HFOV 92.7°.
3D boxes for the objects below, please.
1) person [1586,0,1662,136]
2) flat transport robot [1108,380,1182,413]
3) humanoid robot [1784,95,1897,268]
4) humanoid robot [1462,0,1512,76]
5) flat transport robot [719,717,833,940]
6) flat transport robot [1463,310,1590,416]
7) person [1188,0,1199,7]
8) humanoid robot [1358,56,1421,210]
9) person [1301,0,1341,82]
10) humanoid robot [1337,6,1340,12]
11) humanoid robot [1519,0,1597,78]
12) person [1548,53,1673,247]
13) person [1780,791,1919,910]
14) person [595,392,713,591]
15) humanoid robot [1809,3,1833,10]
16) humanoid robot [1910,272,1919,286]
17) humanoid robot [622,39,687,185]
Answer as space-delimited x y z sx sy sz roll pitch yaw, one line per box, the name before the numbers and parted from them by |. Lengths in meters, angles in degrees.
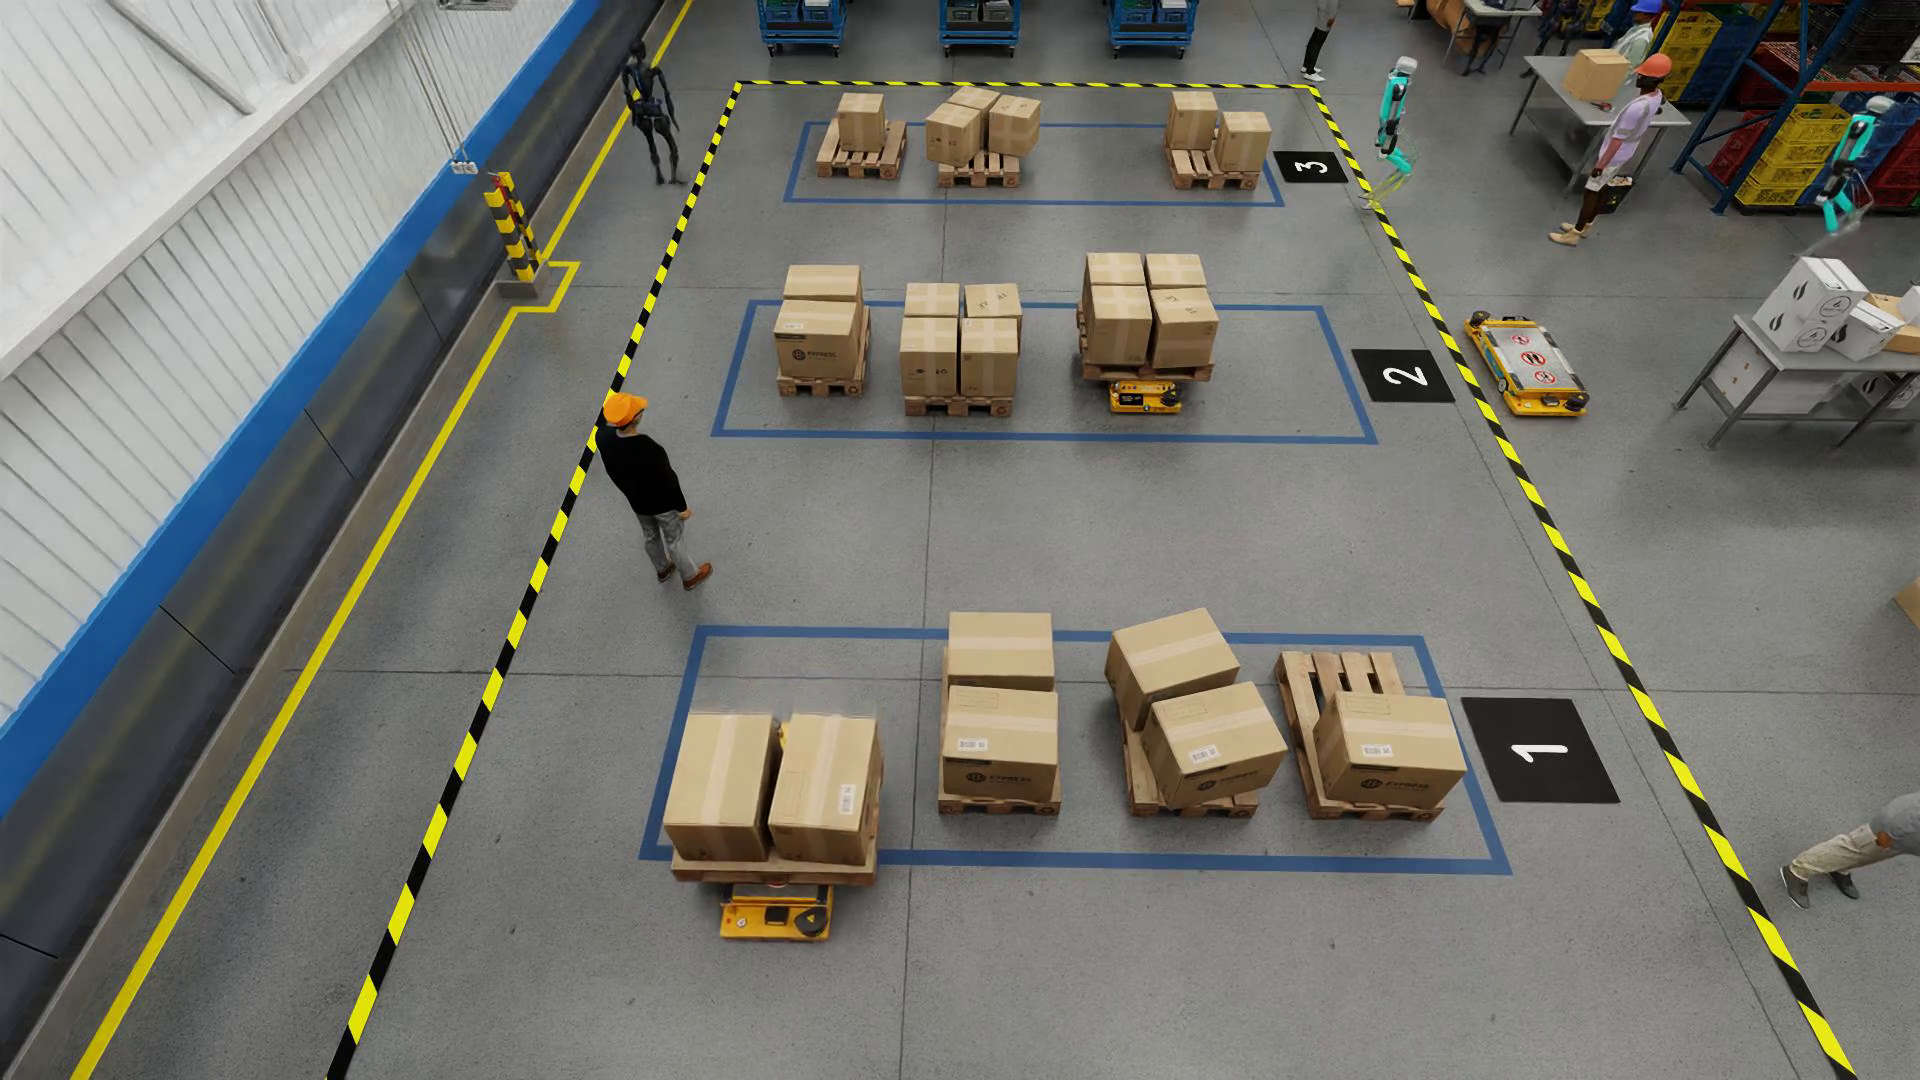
person | 8.083 -5.698 11.355 0.399 1.944 0.621 17 51 14
flat transport robot | 1.773 -1.807 9.079 0.652 0.197 1.431 1 49 1
humanoid robot | 9.514 -3.722 9.808 0.550 1.823 0.791 -35 58 -27
humanoid robot | 7.653 -7.562 13.151 0.341 1.649 0.589 -35 57 -26
flat transport robot | -1.110 1.820 5.940 0.652 0.197 1.431 1 49 1
flat transport robot | 5.573 -1.757 9.054 0.659 0.231 1.431 1 49 1
person | 3.829 -9.645 14.759 0.602 1.966 0.368 -26 54 -21
humanoid robot | 5.037 -4.593 10.448 0.735 1.677 0.533 9 50 8
person | 5.258 -7.543 13.015 0.378 1.853 0.587 5 49 4
humanoid robot | 6.272 -9.519 14.809 0.713 1.785 0.530 3 49 3
humanoid robot | 8.621 -7.397 12.999 0.603 1.633 0.370 24 53 20
person | 7.125 -4.233 10.031 0.602 2.034 0.393 -35 58 -26
person | 5.432 1.603 5.154 0.572 1.764 0.402 -7 49 -6
person | -2.255 -0.329 6.749 0.590 1.883 0.366 19 52 16
humanoid robot | 12.727 -8.135 13.635 0.315 1.655 0.599 -25 54 -20
humanoid robot | 10.569 -3.348 9.396 0.532 1.689 0.741 4 49 4
humanoid robot | -3.718 -5.094 11.020 0.613 1.649 0.458 8 50 7
